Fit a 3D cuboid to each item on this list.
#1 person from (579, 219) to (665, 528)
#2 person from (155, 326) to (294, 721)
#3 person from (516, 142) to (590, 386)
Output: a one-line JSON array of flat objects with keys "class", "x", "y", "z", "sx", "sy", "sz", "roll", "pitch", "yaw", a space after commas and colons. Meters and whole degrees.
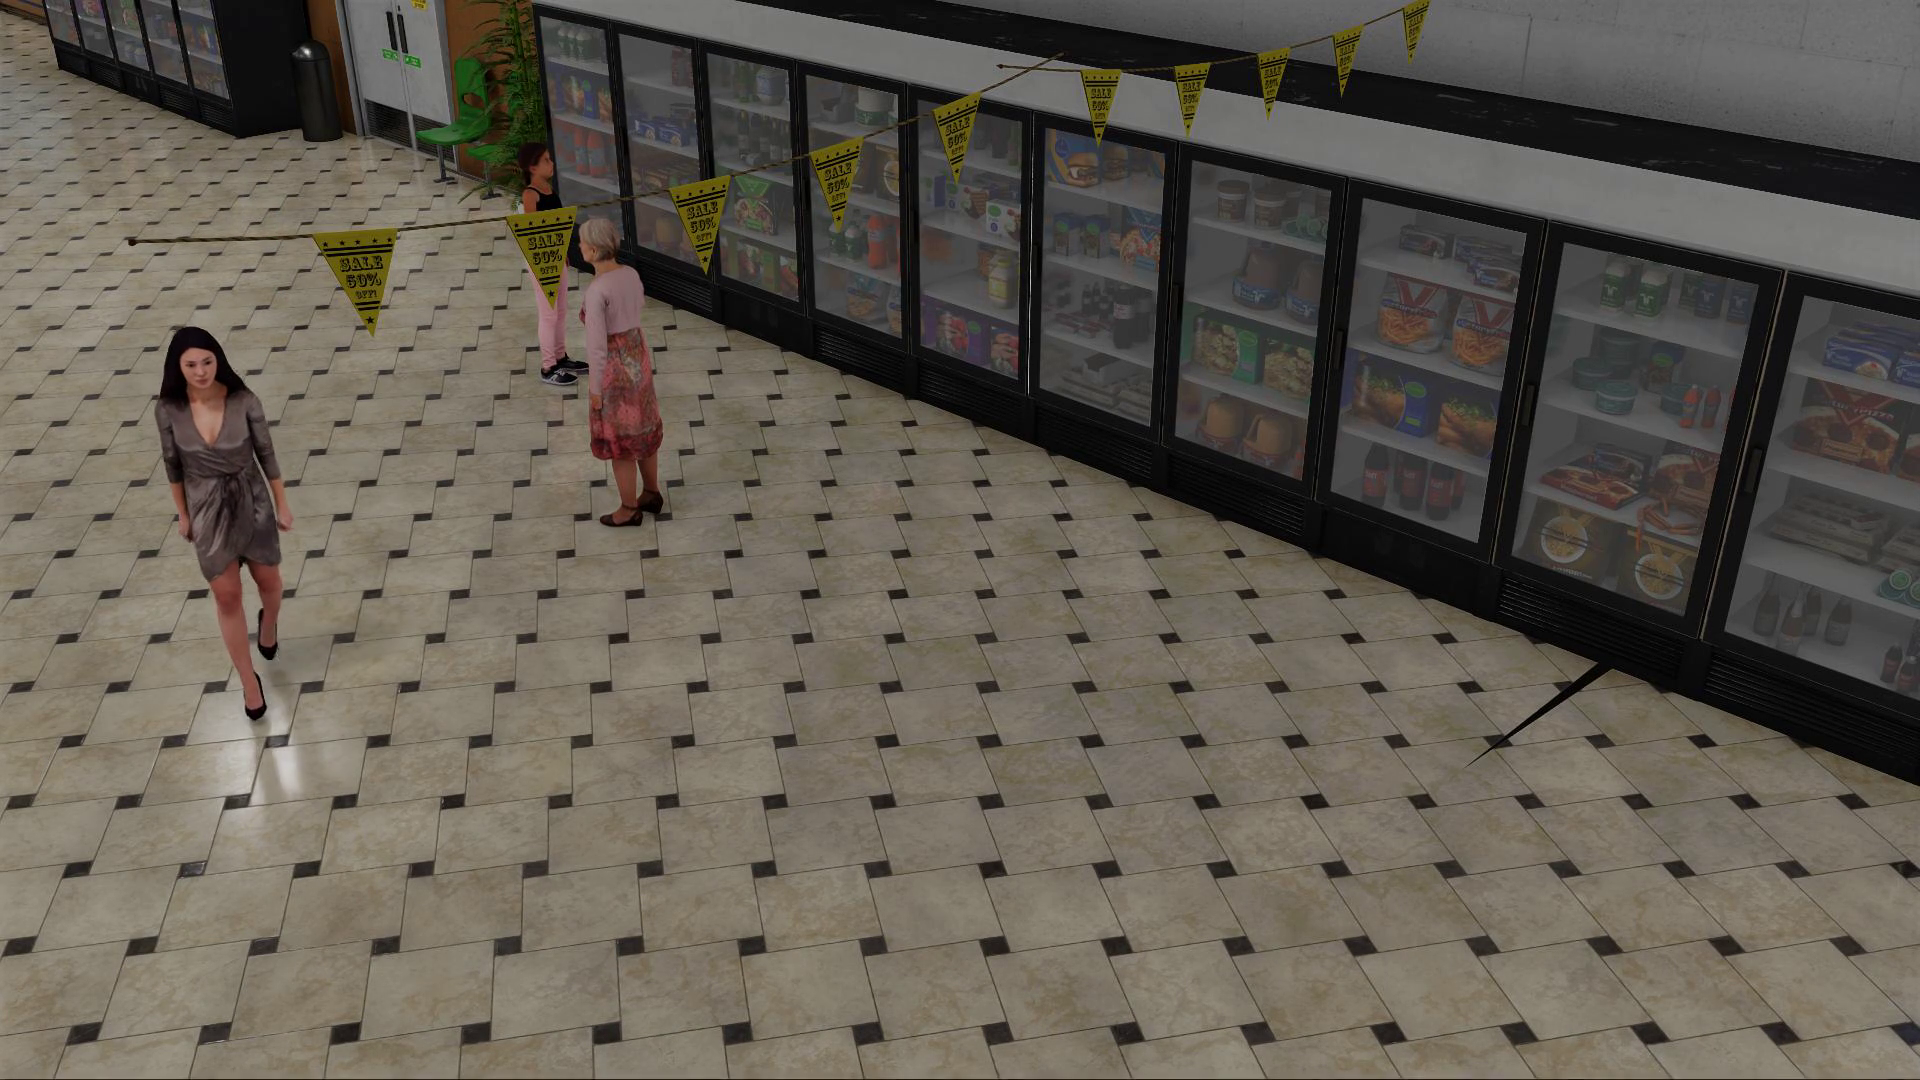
[{"class": "person", "x": -1.781, "y": -0.873, "z": 8.786, "sx": 0.725, "sy": 1.693, "sz": 0.617, "roll": 11, "pitch": 29, "yaw": 20}, {"class": "person", "x": -3.173, "y": -0.125, "z": 7.272, "sx": 0.965, "sy": 1.727, "sz": 0.899, "roll": -11, "pitch": 29, "yaw": -20}, {"class": "person", "x": -2.663, "y": -1.795, "z": 10.747, "sx": 0.676, "sy": 1.563, "sz": 0.598, "roll": 4, "pitch": 27, "yaw": 8}]
